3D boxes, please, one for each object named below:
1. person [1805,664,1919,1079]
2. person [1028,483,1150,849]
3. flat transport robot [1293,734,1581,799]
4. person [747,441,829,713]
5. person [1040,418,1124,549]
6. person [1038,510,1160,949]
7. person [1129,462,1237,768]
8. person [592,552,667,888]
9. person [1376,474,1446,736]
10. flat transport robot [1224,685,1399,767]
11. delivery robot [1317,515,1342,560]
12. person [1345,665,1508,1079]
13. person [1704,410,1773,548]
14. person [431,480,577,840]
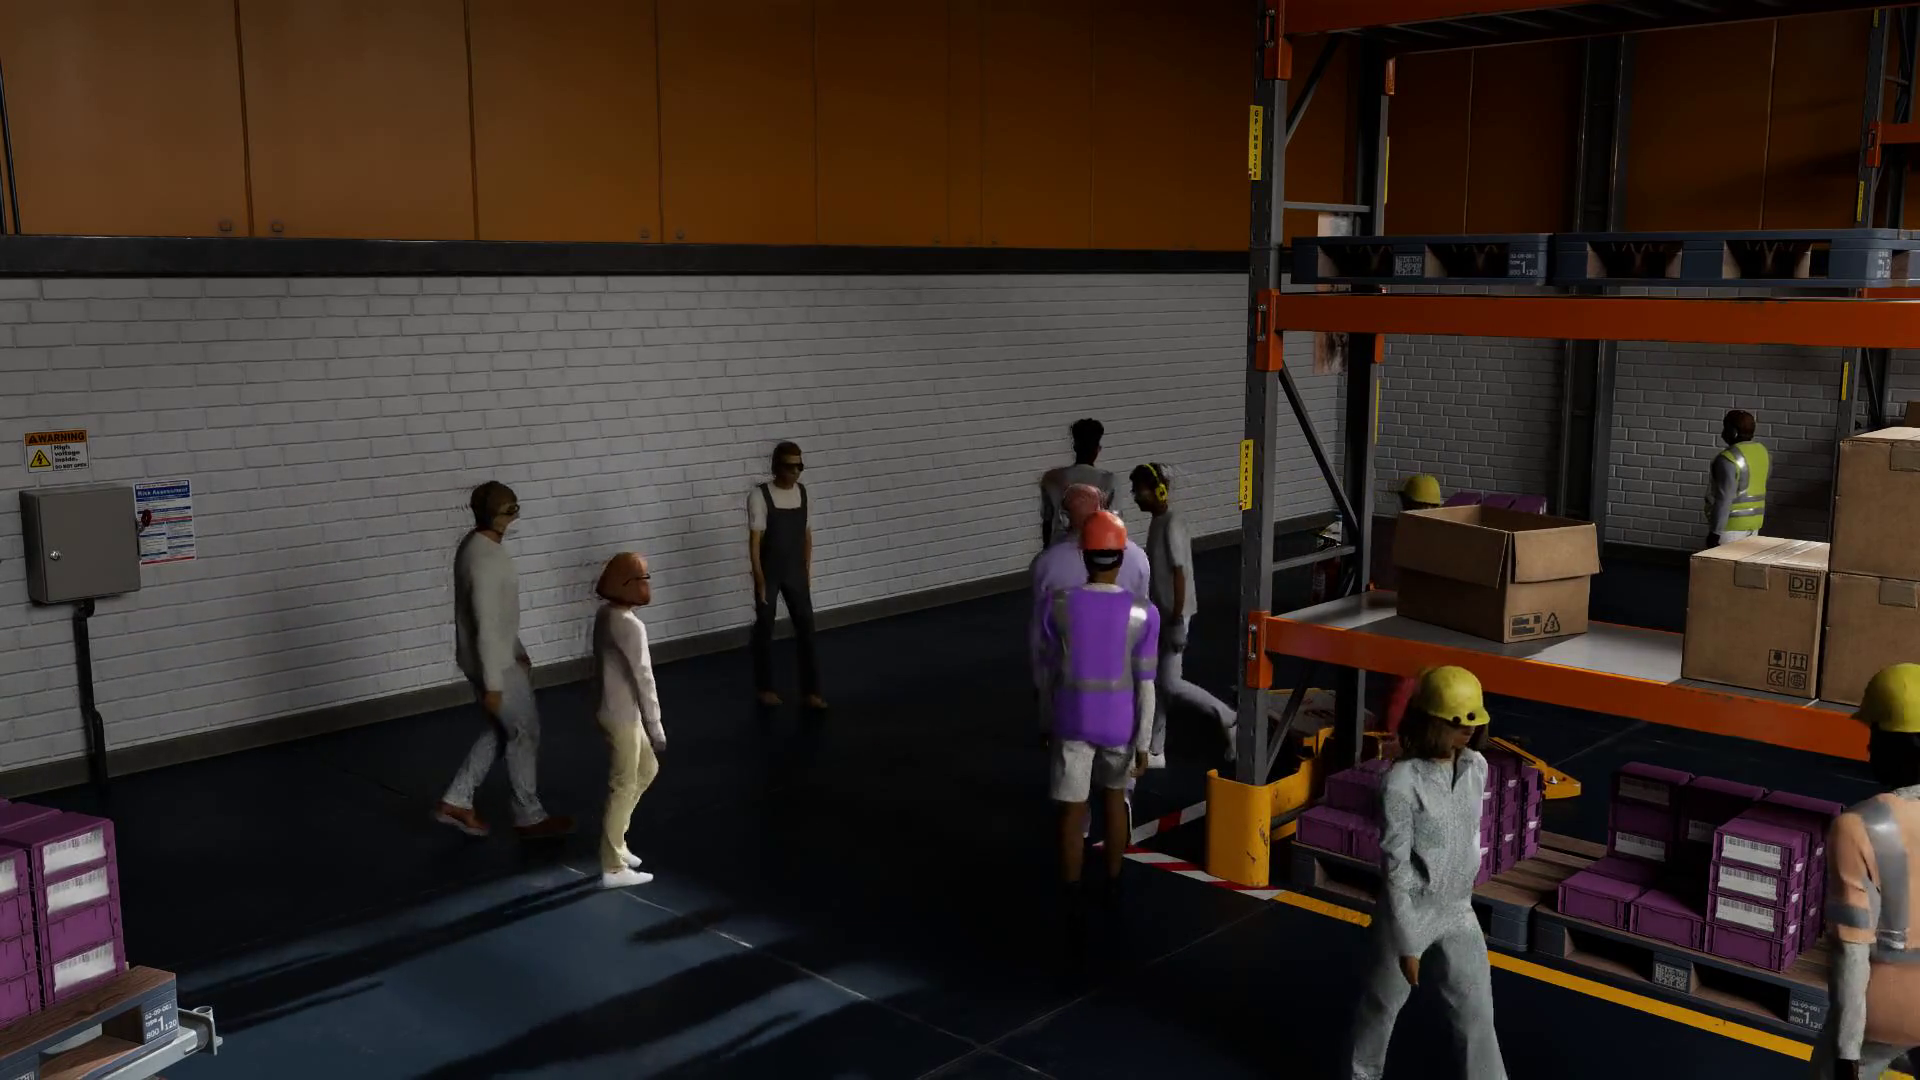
[{"bbox_3d":[2.633,1.278,4.588,0.587,1.880,1.000,-1,9,-9],"label":"person"},{"bbox_3d":[0.658,0.659,8.368,0.646,1.879,0.668,-1,9,-6],"label":"person"},{"bbox_3d":[2.672,1.299,9.361,1.431,0.197,0.652,-2,9,-12],"label":"flat transport robot"},{"bbox_3d":[-1.151,0.261,11.019,0.534,1.812,0.810,-6,11,-31],"label":"person"},{"bbox_3d":[0.872,0.114,11.598,0.610,1.918,0.935,3,10,17],"label":"person"},{"bbox_3d":[0.607,0.821,7.335,0.535,1.901,0.894,1,9,3],"label":"person"},{"bbox_3d":[1.312,0.454,9.767,0.715,1.835,0.580,-1,9,-7],"label":"person"},{"bbox_3d":[-1.585,0.860,7.923,0.382,1.621,0.511,-4,10,-25],"label":"person"},{"bbox_3d":[2.653,0.482,9.840,0.456,1.750,0.547,-1,9,-4],"label":"person"},{"bbox_3d":[2.195,1.145,10.304,0.652,0.197,1.431,-2,9,-12],"label":"flat transport robot"},{"bbox_3d":[3.692,0.000,16.170,0.477,0.478,0.707,3,10,21],"label":"delivery robot"},{"bbox_3d":[1.556,1.238,5.350,0.506,1.691,0.884,-5,10,-28],"label":"person"},{"bbox_3d":[6.129,-0.111,13.200,0.619,1.845,0.430,-6,11,-34],"label":"person"},{"bbox_3d":[-2.365,0.634,8.470,0.682,1.910,0.648,-3,10,-20],"label":"person"}]
